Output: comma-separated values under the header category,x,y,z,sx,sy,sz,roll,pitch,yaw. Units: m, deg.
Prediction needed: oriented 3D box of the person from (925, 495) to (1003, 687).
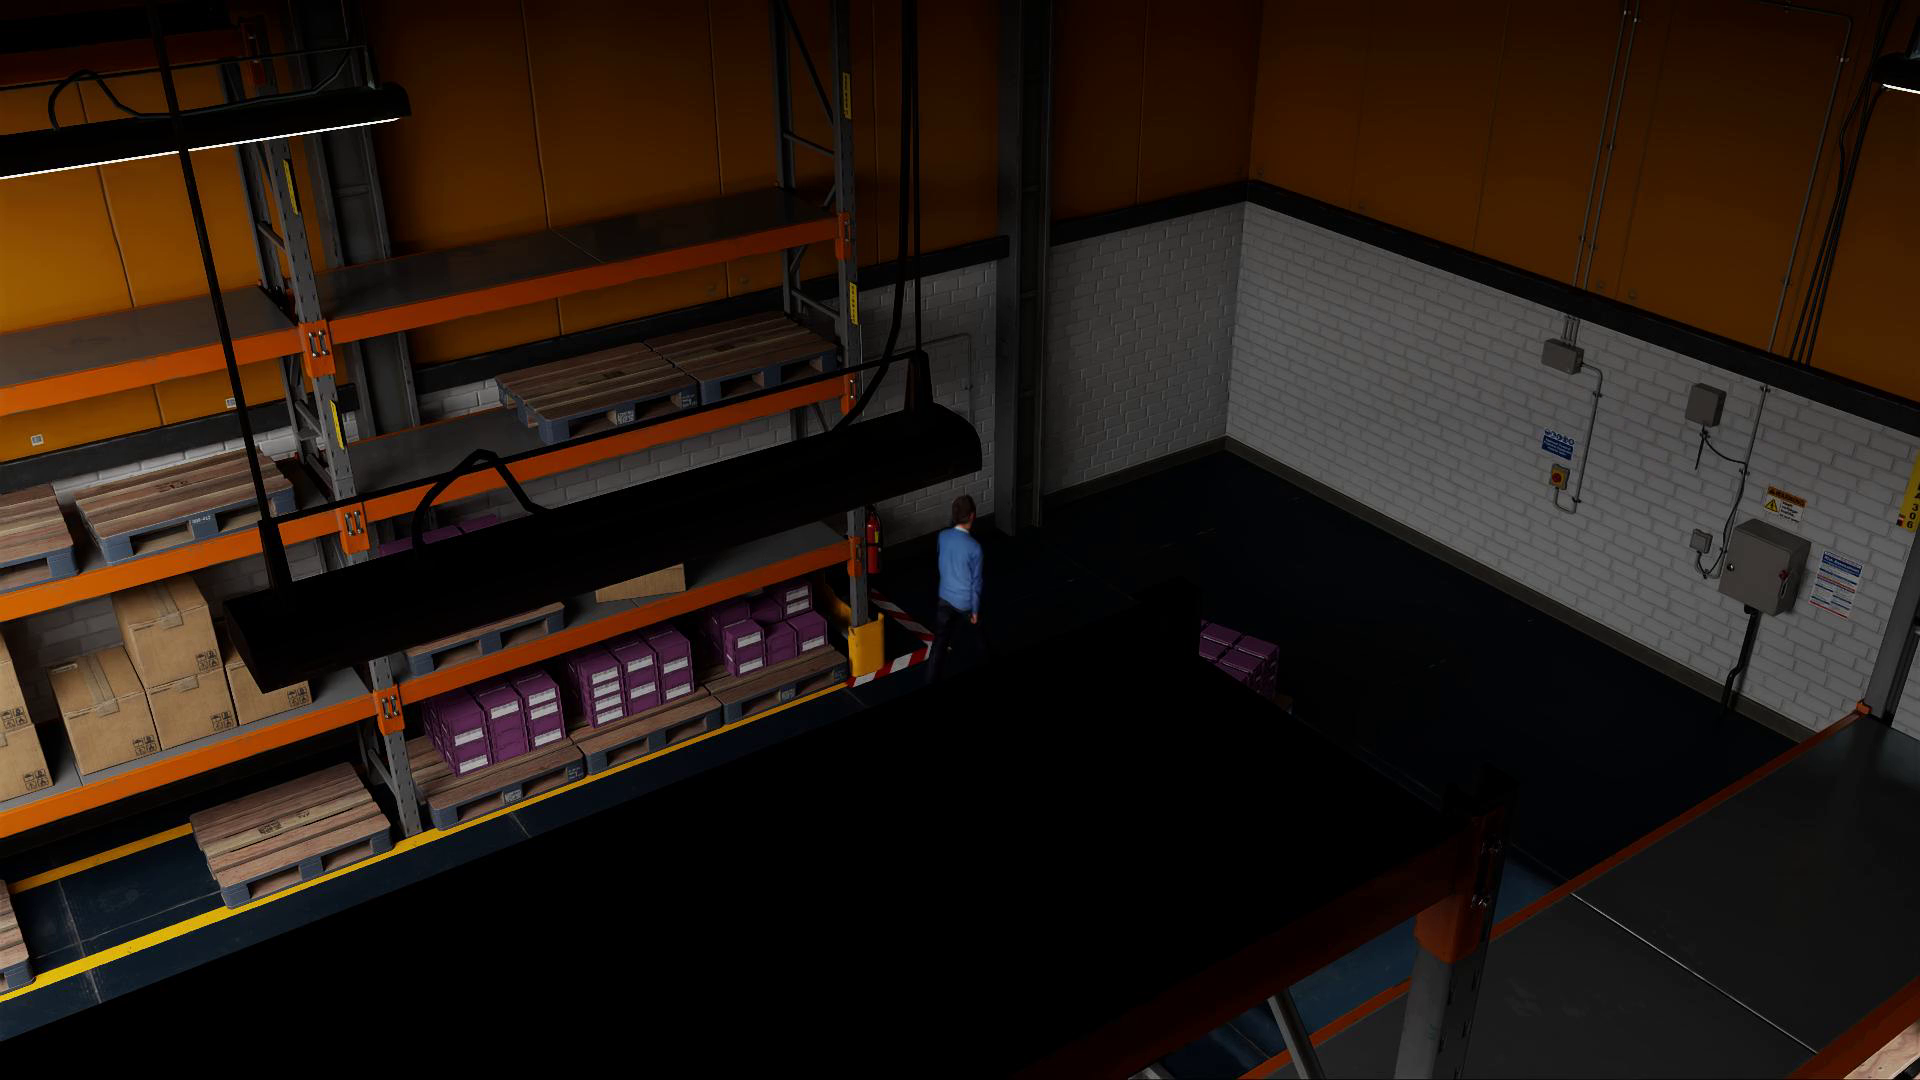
category,x,y,z,sx,sy,sz,roll,pitch,yaw
person,-0.066,0.524,13.834,0.944,1.761,1.274,19,34,31
